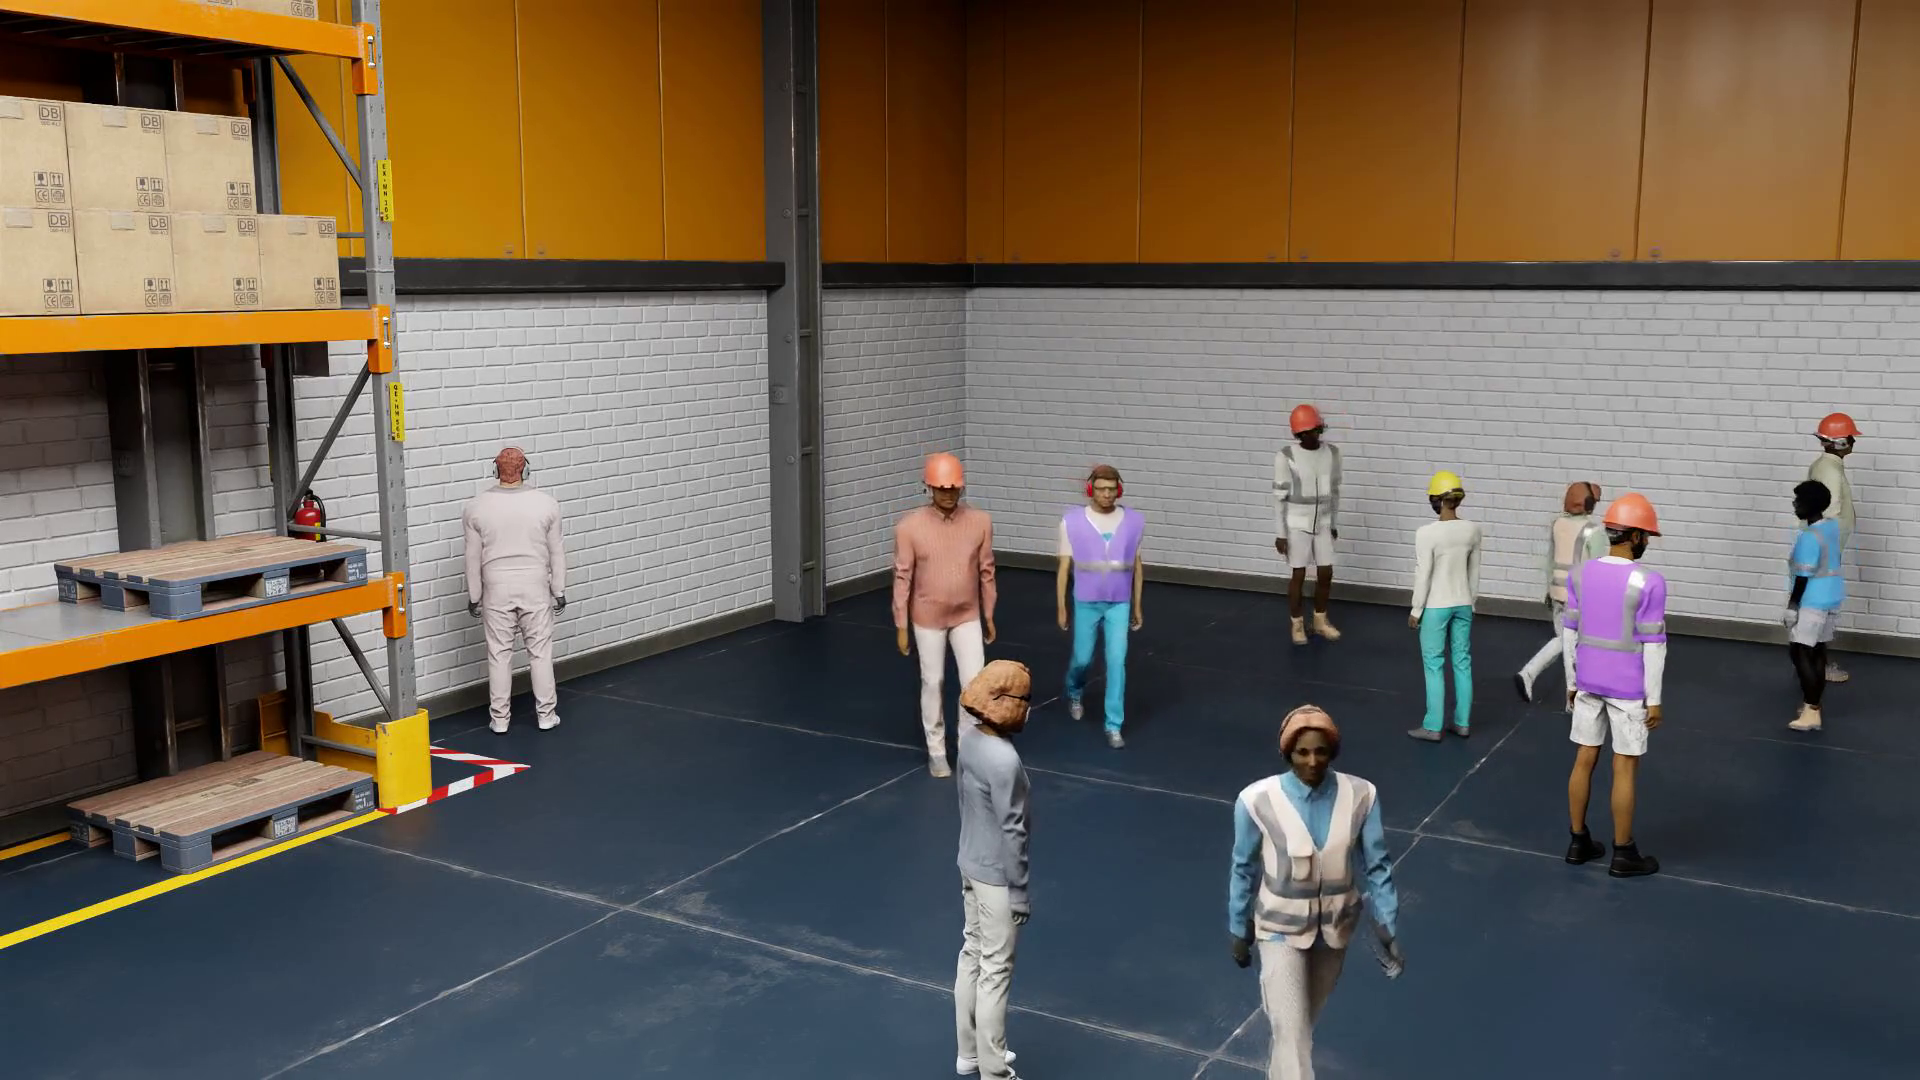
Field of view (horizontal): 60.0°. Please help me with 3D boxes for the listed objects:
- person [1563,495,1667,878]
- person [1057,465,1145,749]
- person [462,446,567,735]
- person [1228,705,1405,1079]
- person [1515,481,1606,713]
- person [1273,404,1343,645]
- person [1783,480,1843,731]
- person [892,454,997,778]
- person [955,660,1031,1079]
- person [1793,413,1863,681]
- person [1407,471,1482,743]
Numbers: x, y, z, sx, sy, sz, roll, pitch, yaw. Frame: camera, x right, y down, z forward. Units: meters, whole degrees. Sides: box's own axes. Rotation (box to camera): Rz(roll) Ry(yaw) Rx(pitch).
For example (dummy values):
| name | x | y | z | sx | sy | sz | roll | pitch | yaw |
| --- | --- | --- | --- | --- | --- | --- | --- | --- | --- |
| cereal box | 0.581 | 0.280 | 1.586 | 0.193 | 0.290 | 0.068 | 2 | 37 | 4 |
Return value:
| name | x | y | z | sx | sy | sz | roll | pitch | yaw |
| --- | --- | --- | --- | --- | --- | --- | --- | --- | --- |
| person | 3.321 | 0.730 | 8.418 | 0.385 | 1.927 | 0.546 | -6 | 11 | -33 |
| person | 0.907 | 0.398 | 10.875 | 0.576 | 1.817 | 0.757 | -1 | 9 | -7 |
| person | -2.920 | 0.333 | 10.958 | 0.651 | 1.906 | 0.409 | -2 | 9 | -14 |
| person | 1.194 | 1.346 | 5.601 | 0.534 | 1.586 | 0.855 | -2 | 9 | -10 |
| person | 4.163 | 0.404 | 11.423 | 0.521 | 1.626 | 0.519 | -3 | 10 | -17 |
| person | 2.819 | -0.116 | 13.484 | 0.640 | 1.992 | 0.531 | -2 | 9 | -14 |
| person | 5.681 | 0.429 | 11.096 | 0.613 | 1.677 | 0.315 | -9 | 13 | -44 |
| person | -0.070 | 0.482 | 9.818 | 0.662 | 1.967 | 0.736 | -2 | 9 | -12 |
| person | 0.137 | 1.241 | 6.143 | 0.279 | 1.633 | 0.499 | -3 | 10 | -19 |
| person | 6.506 | 0.044 | 12.483 | 0.375 | 1.997 | 0.612 | 3 | 10 | 17 |
| person | 3.129 | 0.430 | 10.797 | 0.533 | 1.765 | 0.330 | -4 | 10 | -24 |
